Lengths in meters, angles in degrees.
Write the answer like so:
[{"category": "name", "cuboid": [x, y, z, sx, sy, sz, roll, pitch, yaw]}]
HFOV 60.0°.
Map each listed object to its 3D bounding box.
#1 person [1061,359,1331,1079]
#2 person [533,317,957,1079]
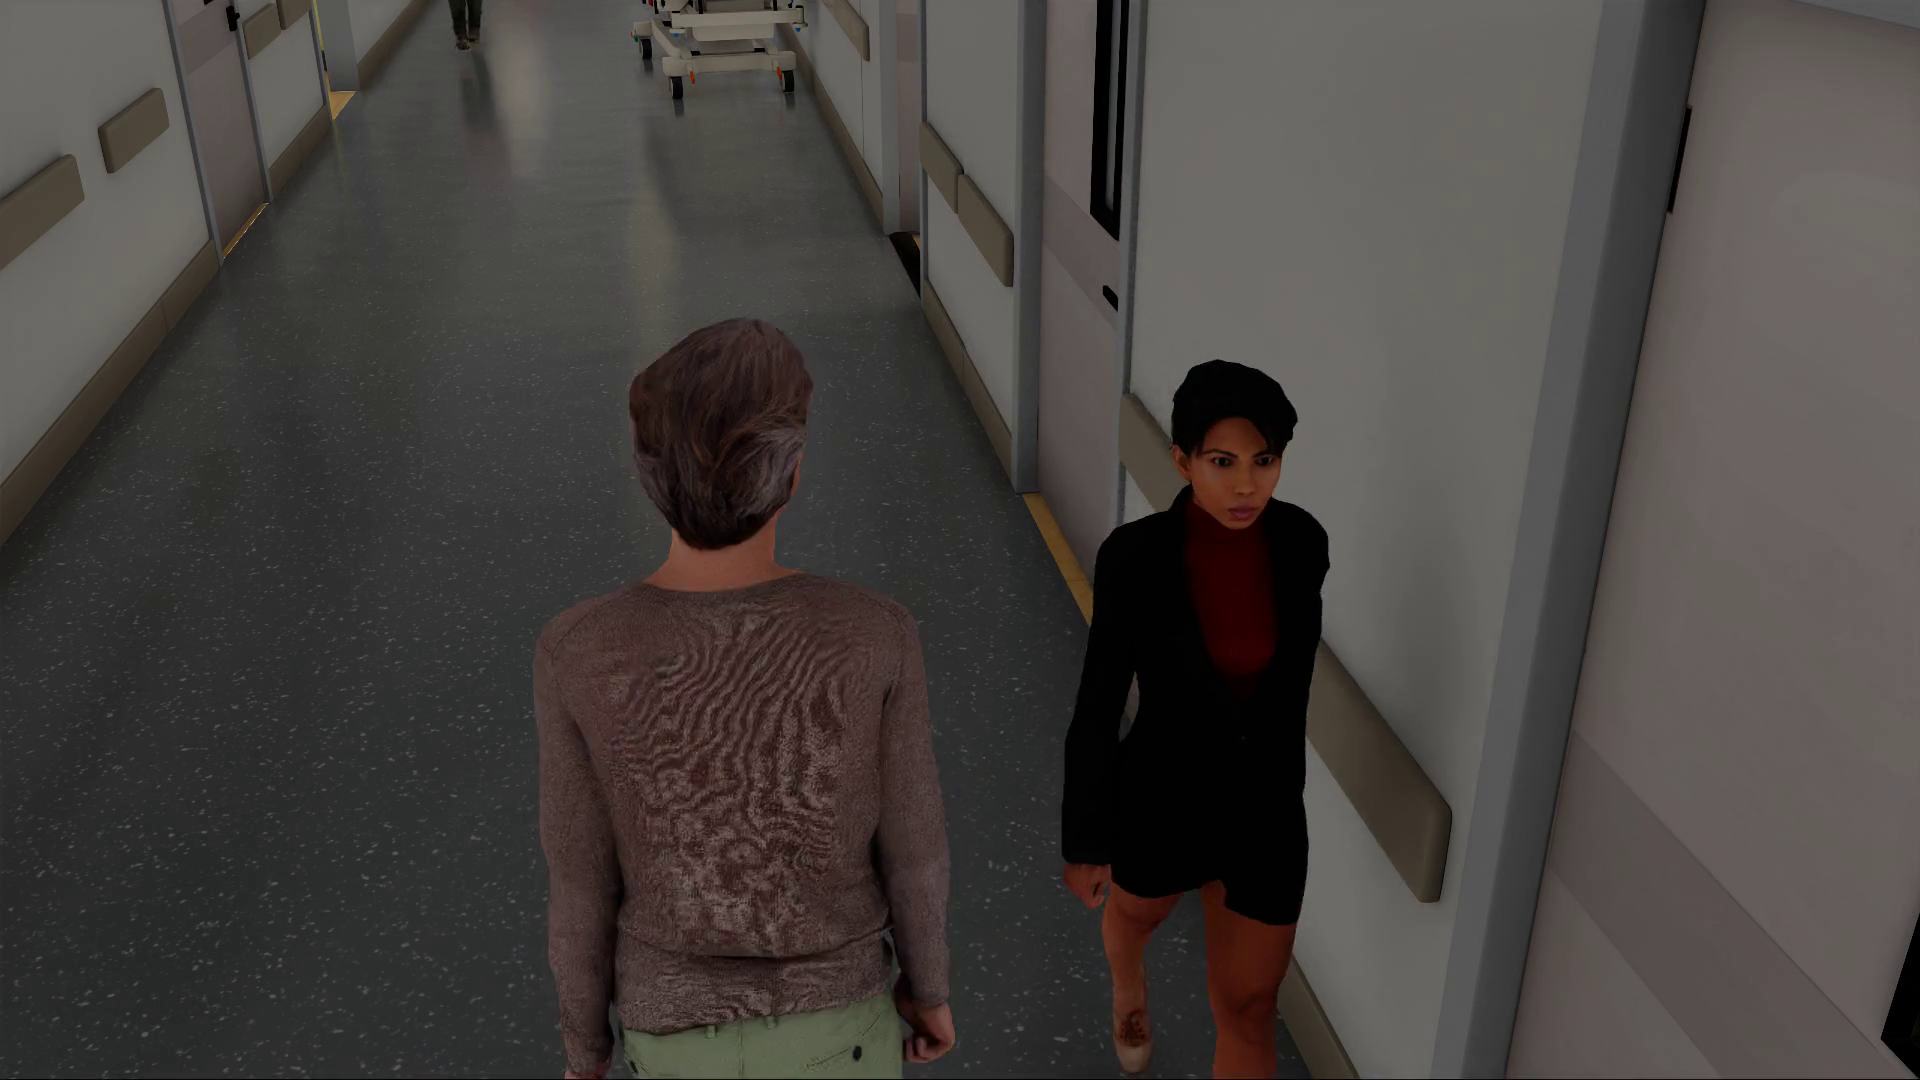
[{"category": "person", "cuboid": [0.377, 0.463, 2.862, 0.981, 1.592, 0.696, -2, 26, -5]}, {"category": "person", "cuboid": [-0.248, 0.685, 2.118, 1.155, 1.838, 0.797, -2, 26, -4]}]
